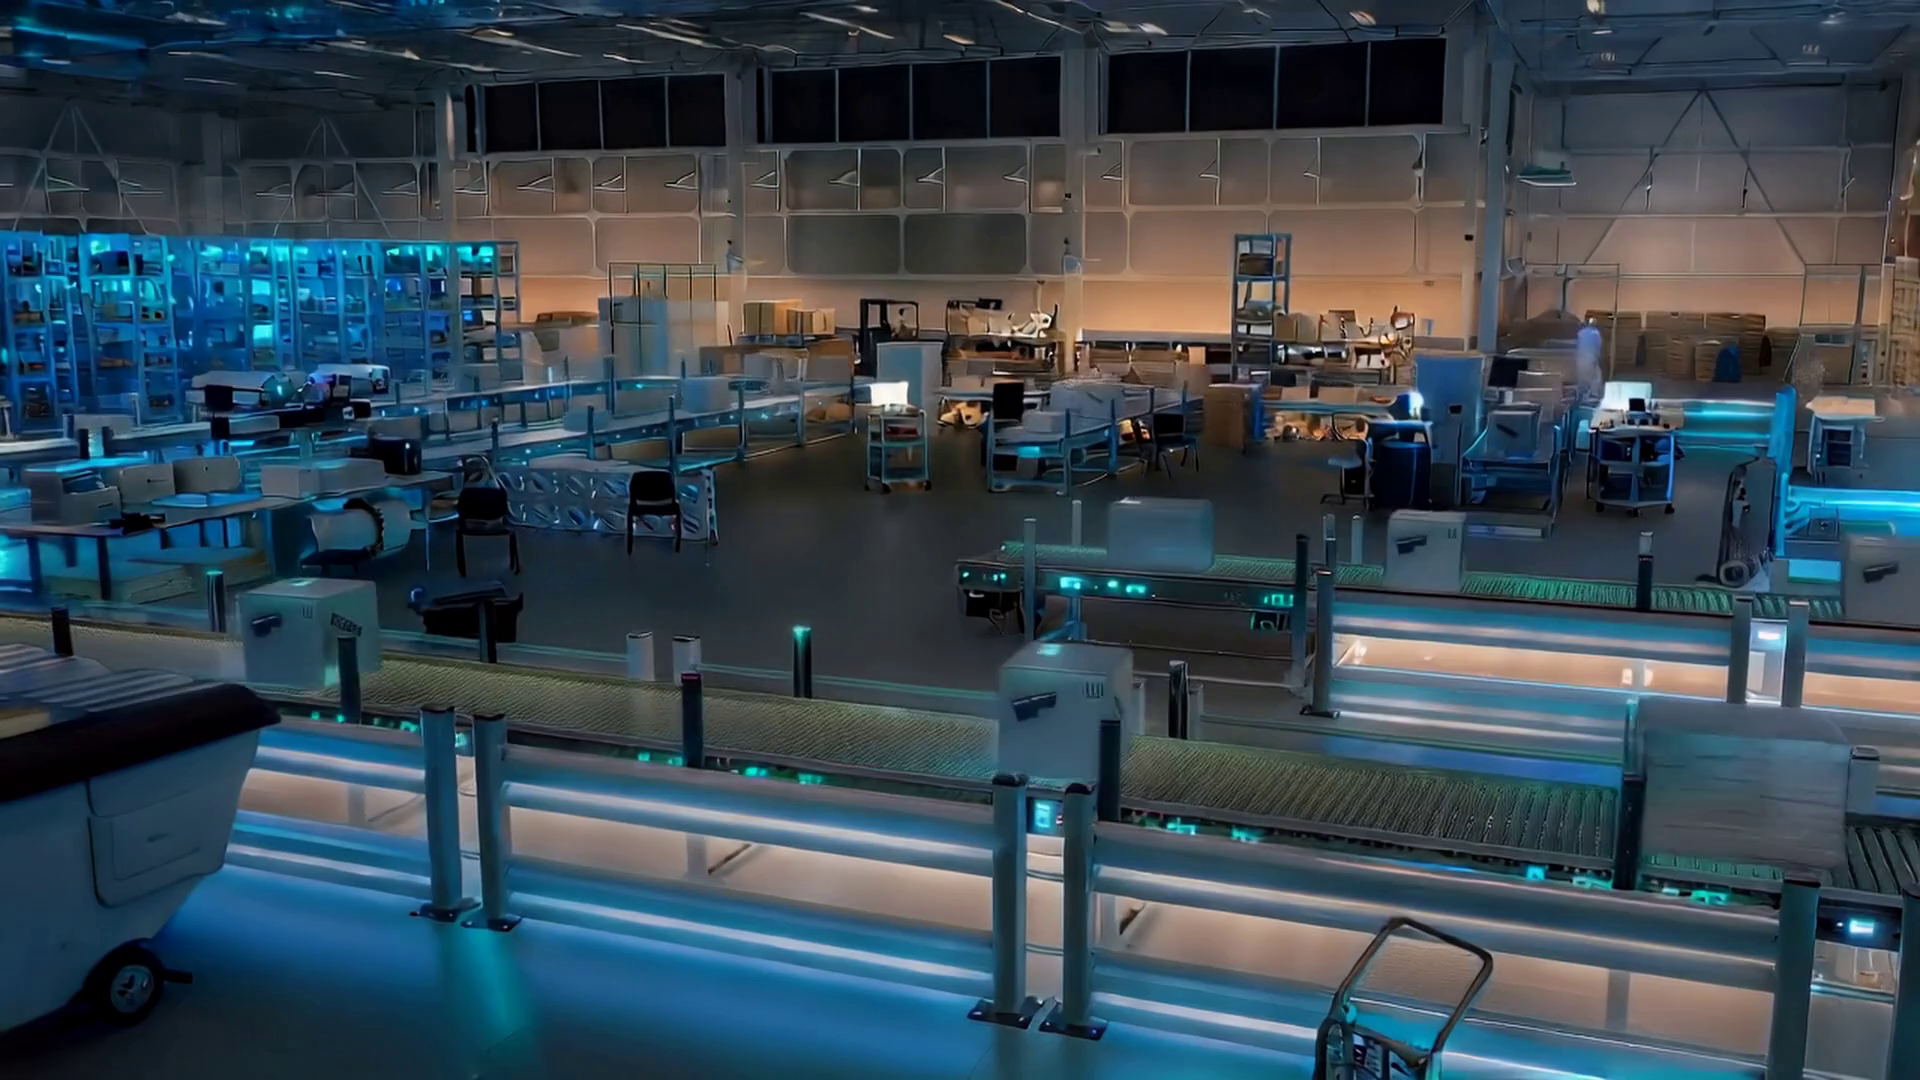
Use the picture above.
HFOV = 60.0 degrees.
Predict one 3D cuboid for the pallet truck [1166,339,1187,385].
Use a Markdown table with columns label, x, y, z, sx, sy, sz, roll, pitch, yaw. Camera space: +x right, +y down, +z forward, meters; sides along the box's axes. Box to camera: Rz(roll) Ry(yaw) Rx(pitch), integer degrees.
| label | x | y | z | sx | sy | sz | roll | pitch | yaw |
| --- | --- | --- | --- | --- | --- | --- | --- | --- | --- |
| pallet truck | 5.418 | -4.269 | 40.420 | 0.704 | 1.261 | 1.522 | 3 | 10 | 20 |

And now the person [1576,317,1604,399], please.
| label | x | y | z | sx | sy | sz | roll | pitch | yaw |
| --- | --- | --- | --- | --- | --- | --- | --- | --- | --- |
| person | 14.306 | -4.100 | 37.642 | 0.856 | 1.866 | 0.658 | -5 | 11 | -30 |

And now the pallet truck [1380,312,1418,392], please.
| label | x | y | z | sx | sy | sz | roll | pitch | yaw |
| --- | --- | --- | --- | --- | --- | --- | --- | --- | --- |
| pallet truck | 10.207 | -4.283 | 38.369 | 0.823 | 1.965 | 1.885 | 3 | 10 | 20 |

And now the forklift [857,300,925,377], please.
| label | x | y | z | sx | sy | sz | roll | pitch | yaw |
| --- | --- | --- | --- | --- | --- | --- | --- | --- | --- |
| forklift | -1.732 | -5.109 | 42.468 | 1.157 | 1.987 | 2.680 | 4 | 10 | 22 |

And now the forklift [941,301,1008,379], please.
| label | x | y | z | sx | sy | sz | roll | pitch | yaw |
| --- | --- | --- | --- | --- | --- | --- | --- | --- | --- |
| forklift | 0.365 | -4.966 | 41.571 | 1.157 | 1.987 | 2.680 | 3 | 10 | 20 |

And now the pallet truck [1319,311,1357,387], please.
| label | x | y | z | sx | sy | sz | roll | pitch | yaw |
| --- | --- | --- | --- | --- | --- | --- | --- | --- | --- |
| pallet truck | 9.071 | -4.419 | 39.190 | 0.823 | 1.965 | 1.885 | 5 | 10 | 26 |

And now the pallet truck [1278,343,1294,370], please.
| label | x | y | z | sx | sy | sz | roll | pitch | yaw |
| --- | --- | --- | --- | --- | --- | --- | --- | --- | --- |
| pallet truck | 7.886 | -4.163 | 39.743 | 0.653 | 1.274 | 1.630 | 4 | 10 | 22 |

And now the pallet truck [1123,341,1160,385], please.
| label | x | y | z | sx | sy | sz | roll | pitch | yaw |
| --- | --- | --- | --- | --- | --- | --- | --- | --- | --- |
| pallet truck | 4.445 | -4.380 | 41.279 | 0.680 | 1.201 | 1.601 | 4 | 10 | 22 |

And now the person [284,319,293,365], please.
| label | x | y | z | sx | sy | sz | roll | pitch | yaw |
| --- | --- | --- | --- | --- | --- | --- | --- | --- | --- |
| person | -16.921 | -4.790 | 42.048 | 0.568 | 1.792 | 0.982 | 3 | 10 | 15 |
